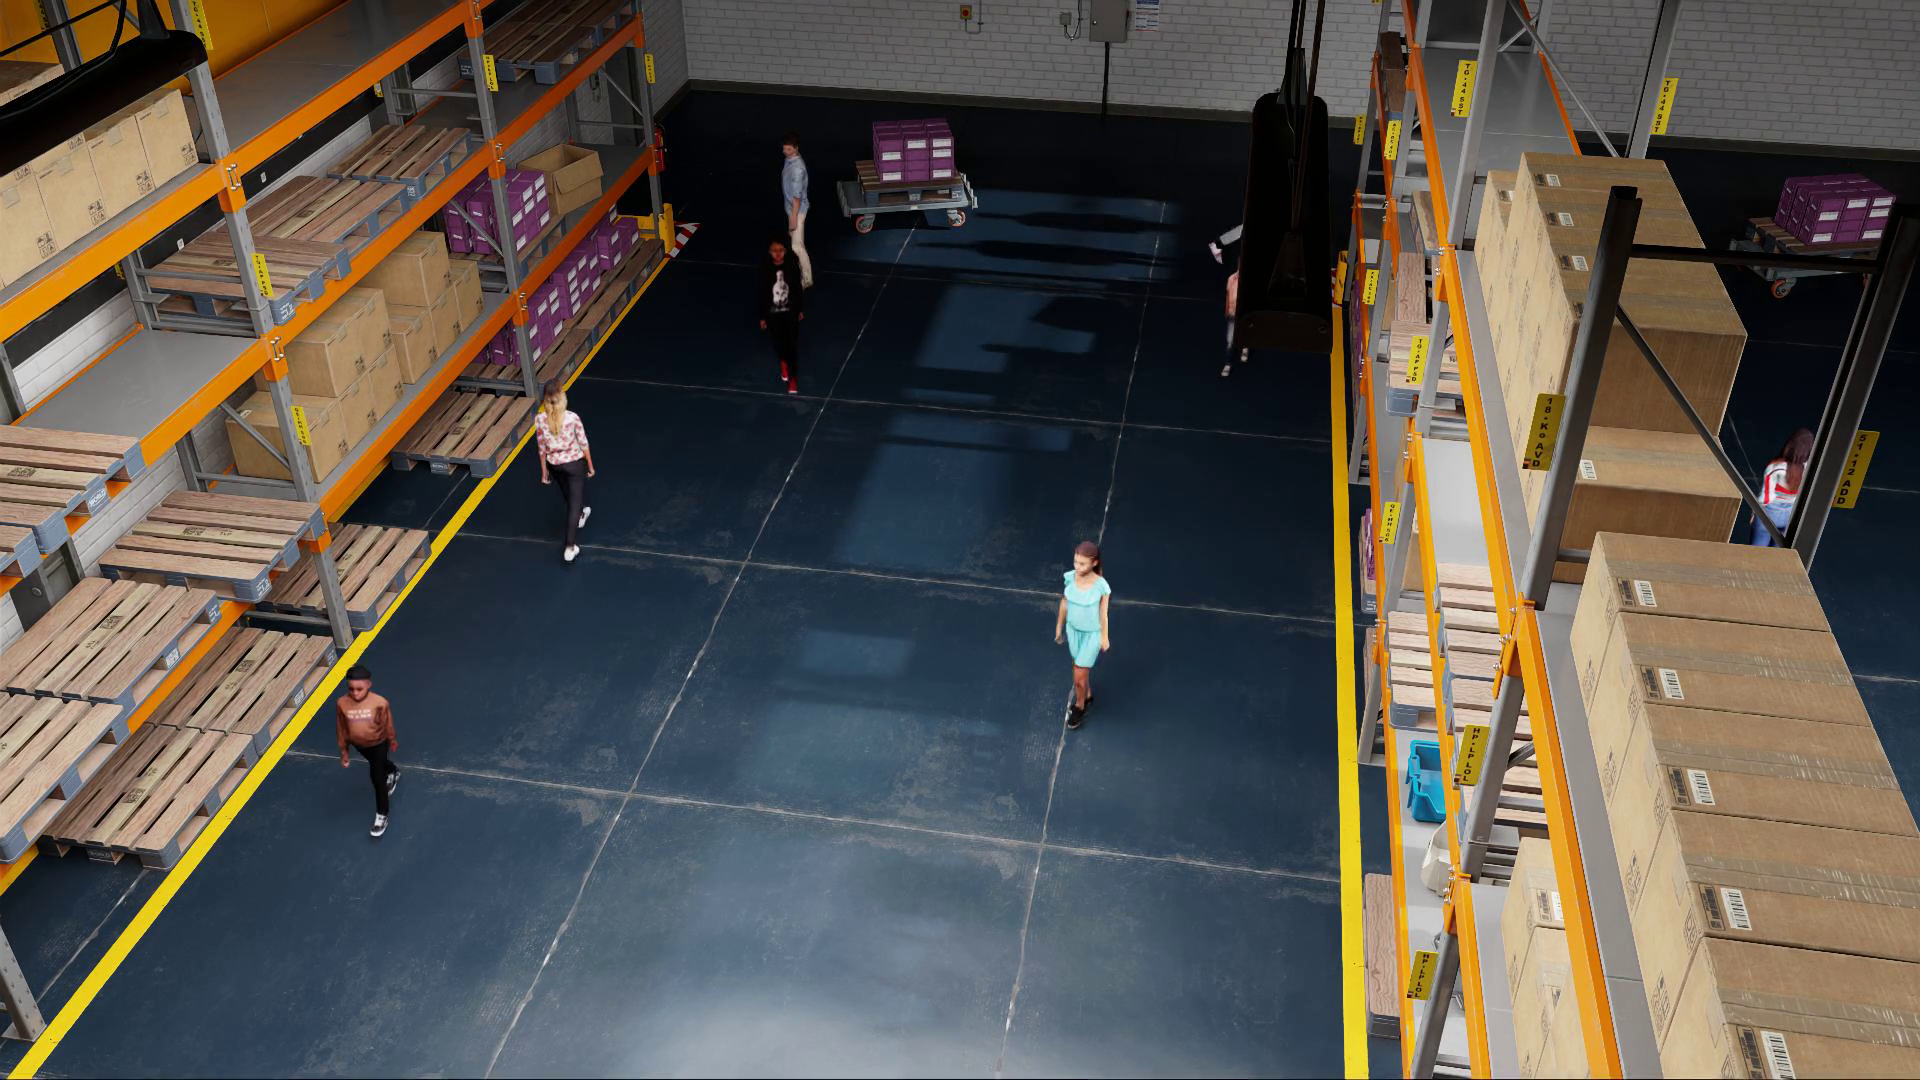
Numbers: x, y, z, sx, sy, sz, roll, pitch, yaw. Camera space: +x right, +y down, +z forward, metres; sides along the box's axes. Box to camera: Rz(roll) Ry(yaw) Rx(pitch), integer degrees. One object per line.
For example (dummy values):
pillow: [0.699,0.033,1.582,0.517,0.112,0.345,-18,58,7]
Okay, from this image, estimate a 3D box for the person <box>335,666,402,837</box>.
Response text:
person: [-4.093,1.362,11.585,0.583,1.224,0.921,2,34,3]

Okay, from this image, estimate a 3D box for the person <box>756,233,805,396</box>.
person: [-1.807,-2.329,16.762,0.806,1.641,1.106,-3,34,-5]

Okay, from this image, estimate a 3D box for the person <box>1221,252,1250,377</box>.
person: [2.919,-2.367,17.130,0.569,1.296,0.884,10,35,15]

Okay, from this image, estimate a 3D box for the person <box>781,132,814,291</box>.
person: [-1.815,-3.719,18.687,1.037,1.825,0.680,0,34,0]

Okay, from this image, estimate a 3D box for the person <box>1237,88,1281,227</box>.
person: [3.858,-4.471,19.851,0.959,1.789,0.949,23,40,31]

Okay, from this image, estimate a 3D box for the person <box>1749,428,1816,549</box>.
person: [6.683,-0.196,13.577,0.617,1.614,0.555,1,34,1]

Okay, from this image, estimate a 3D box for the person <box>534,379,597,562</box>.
person: [-3.369,-0.576,14.169,0.618,1.592,1.096,3,34,5]

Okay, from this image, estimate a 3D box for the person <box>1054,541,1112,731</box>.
person: [0.968,0.647,12.371,0.695,1.546,0.767,24,41,32]
